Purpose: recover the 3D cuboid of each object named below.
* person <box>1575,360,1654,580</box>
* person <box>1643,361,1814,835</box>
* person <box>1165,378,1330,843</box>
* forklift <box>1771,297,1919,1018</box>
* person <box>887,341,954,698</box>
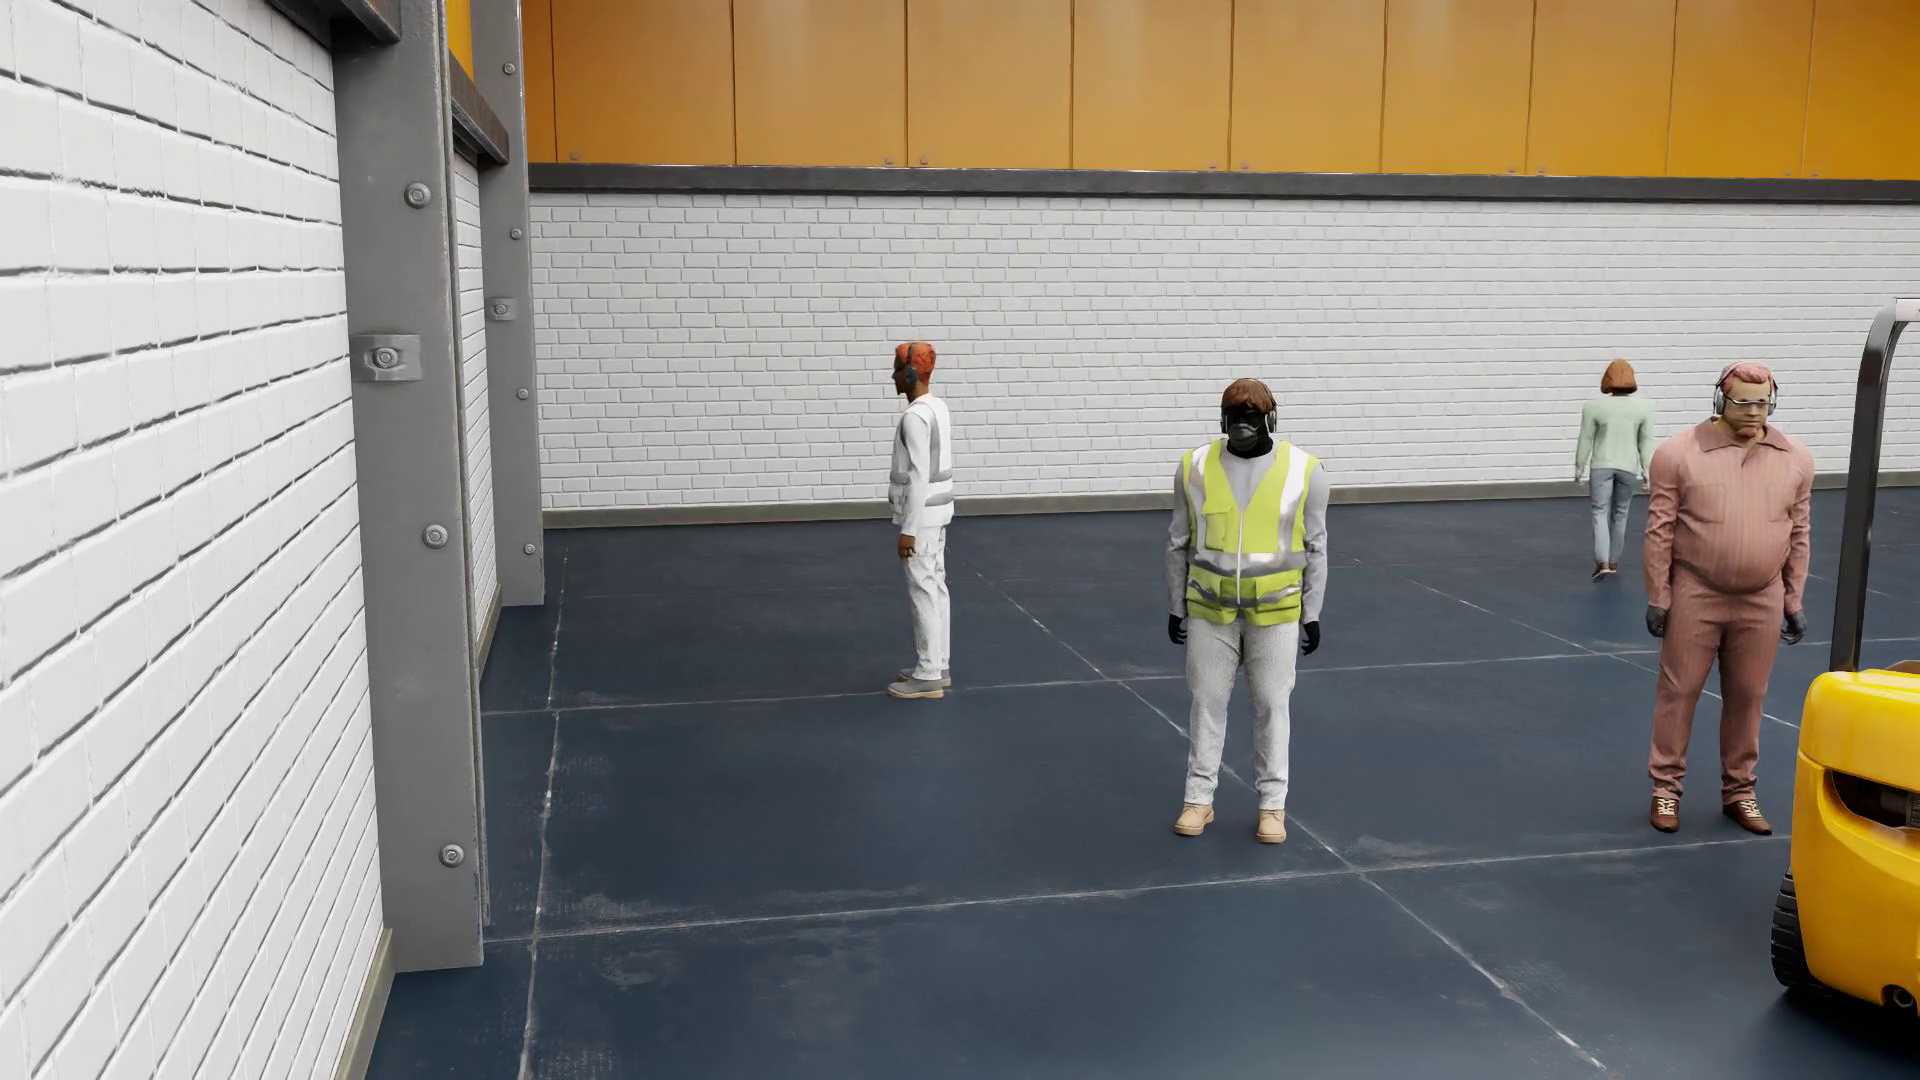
[{"bbox_3d":[4.775,-0.516,12.156,0.515,1.606,0.757,2,9,10],"label":"person"},{"bbox_3d":[3.074,0.236,6.668,0.639,1.903,0.409,1,9,5],"label":"person"},{"bbox_3d":[1.120,0.280,6.575,0.634,1.841,0.429,3,10,17],"label":"person"},{"bbox_3d":[3.542,0.334,5.177,2.313,2.155,1.214,-9,13,-43],"label":"forklift"},{"bbox_3d":[-0.207,-0.106,8.801,0.337,1.882,0.584,2,10,12],"label":"person"}]
